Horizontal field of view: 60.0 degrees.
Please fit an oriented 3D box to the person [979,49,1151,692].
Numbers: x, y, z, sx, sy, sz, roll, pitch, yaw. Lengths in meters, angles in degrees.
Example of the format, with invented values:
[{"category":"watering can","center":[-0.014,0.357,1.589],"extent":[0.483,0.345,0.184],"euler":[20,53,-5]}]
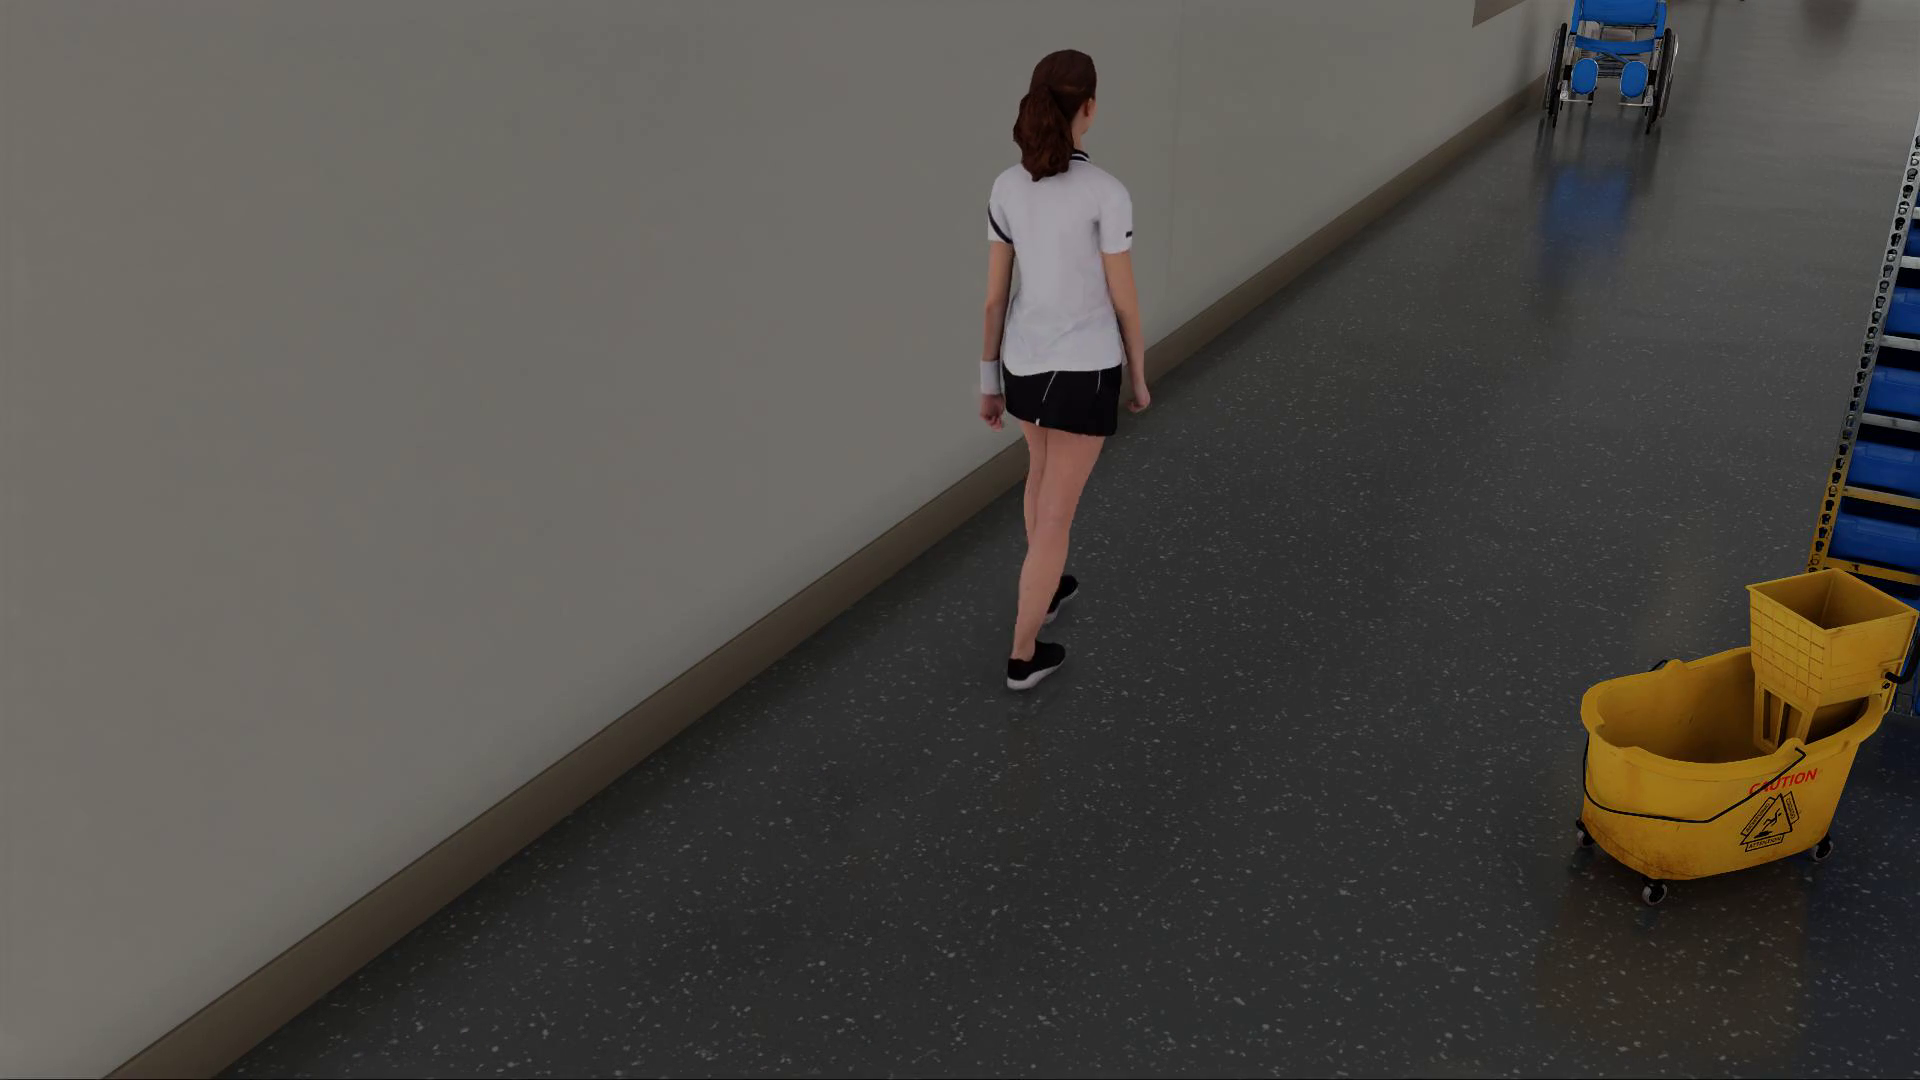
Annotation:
[{"category":"person","center":[0.222,-0.389,4.477],"extent":[0.767,1.729,0.622],"euler":[15,30,29]}]
